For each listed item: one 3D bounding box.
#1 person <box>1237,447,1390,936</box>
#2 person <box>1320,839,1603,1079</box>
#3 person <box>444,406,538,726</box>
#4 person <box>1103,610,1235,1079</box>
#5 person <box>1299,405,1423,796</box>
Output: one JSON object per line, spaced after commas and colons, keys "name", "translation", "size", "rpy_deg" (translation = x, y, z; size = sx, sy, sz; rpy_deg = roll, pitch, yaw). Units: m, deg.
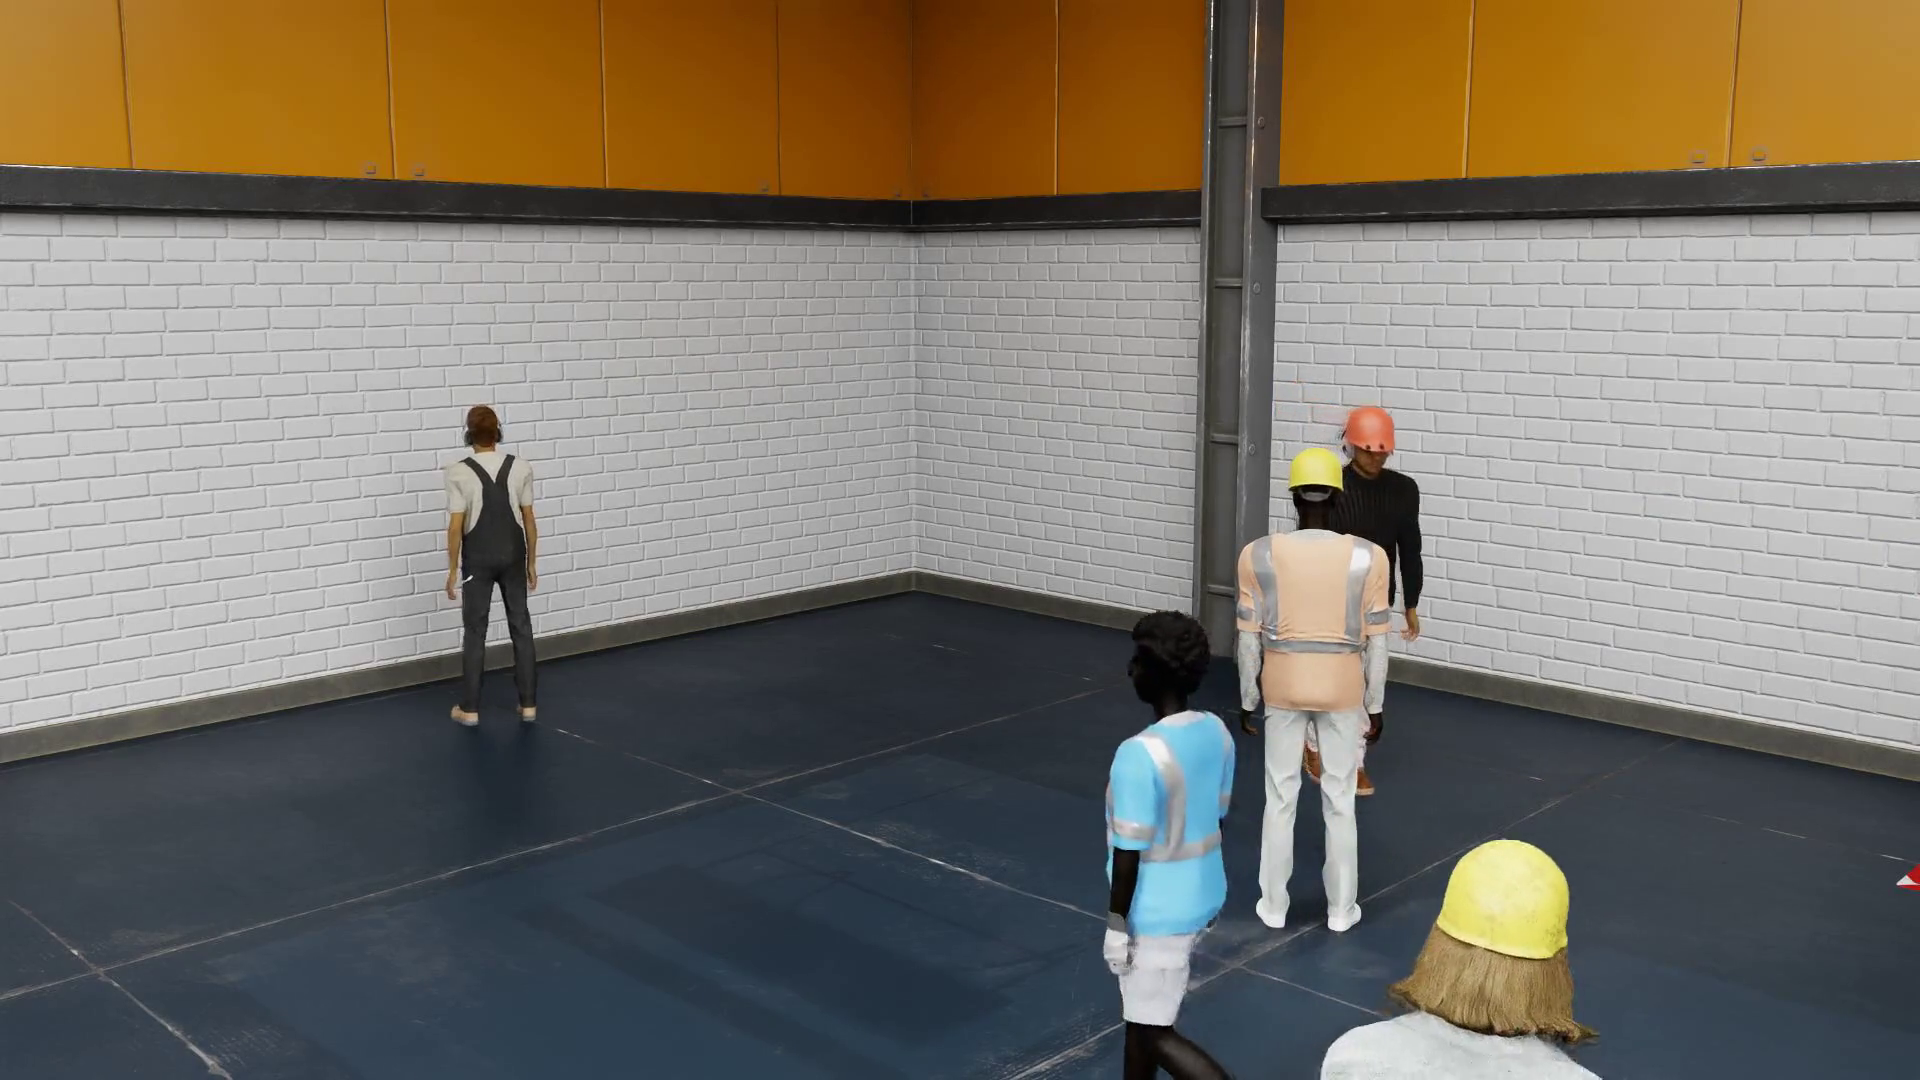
{"name": "person", "translation": [1.374, 0.597, 6.520], "size": [0.585, 1.920, 0.373], "rpy_deg": [2, 9, 12]}
{"name": "person", "translation": [0.783, 1.332, 2.638], "size": [0.496, 1.723, 0.483], "rpy_deg": [6, 11, 30]}
{"name": "person", "translation": [-2.703, 0.151, 9.553], "size": [0.538, 1.836, 0.394], "rpy_deg": [-5, 11, -30]}
{"name": "person", "translation": [0.633, 1.026, 4.638], "size": [0.739, 1.669, 0.534], "rpy_deg": [6, 11, 33]}
{"name": "person", "translation": [1.962, 0.307, 8.187], "size": [0.623, 1.962, 0.490], "rpy_deg": [-2, 9, -12]}
